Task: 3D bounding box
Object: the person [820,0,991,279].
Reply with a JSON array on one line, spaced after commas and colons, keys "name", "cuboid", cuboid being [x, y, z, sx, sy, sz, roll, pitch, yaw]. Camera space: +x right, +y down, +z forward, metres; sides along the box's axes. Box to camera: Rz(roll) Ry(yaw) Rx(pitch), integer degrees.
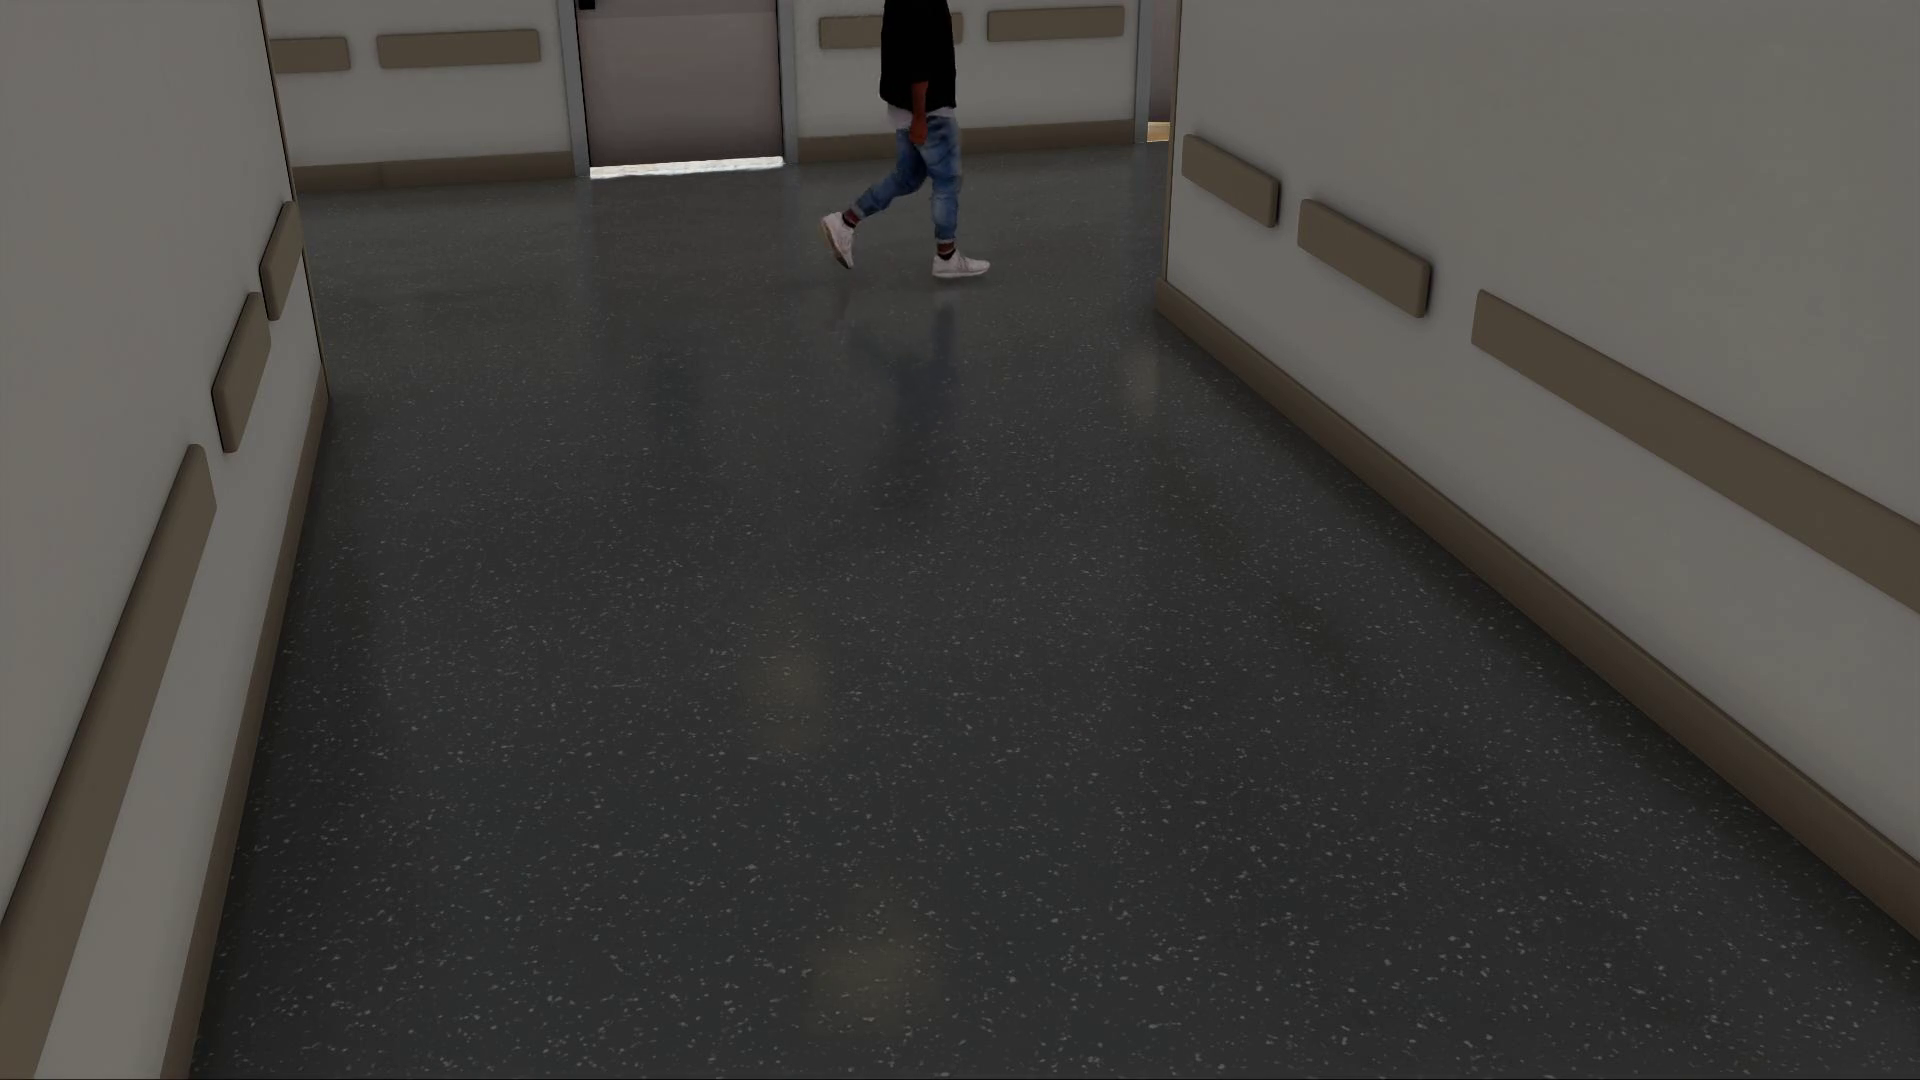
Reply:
[{"name": "person", "cuboid": [-0.286, -2.119, 8.061, 1.090, 1.779, 0.746, -4, 26, -9]}]
